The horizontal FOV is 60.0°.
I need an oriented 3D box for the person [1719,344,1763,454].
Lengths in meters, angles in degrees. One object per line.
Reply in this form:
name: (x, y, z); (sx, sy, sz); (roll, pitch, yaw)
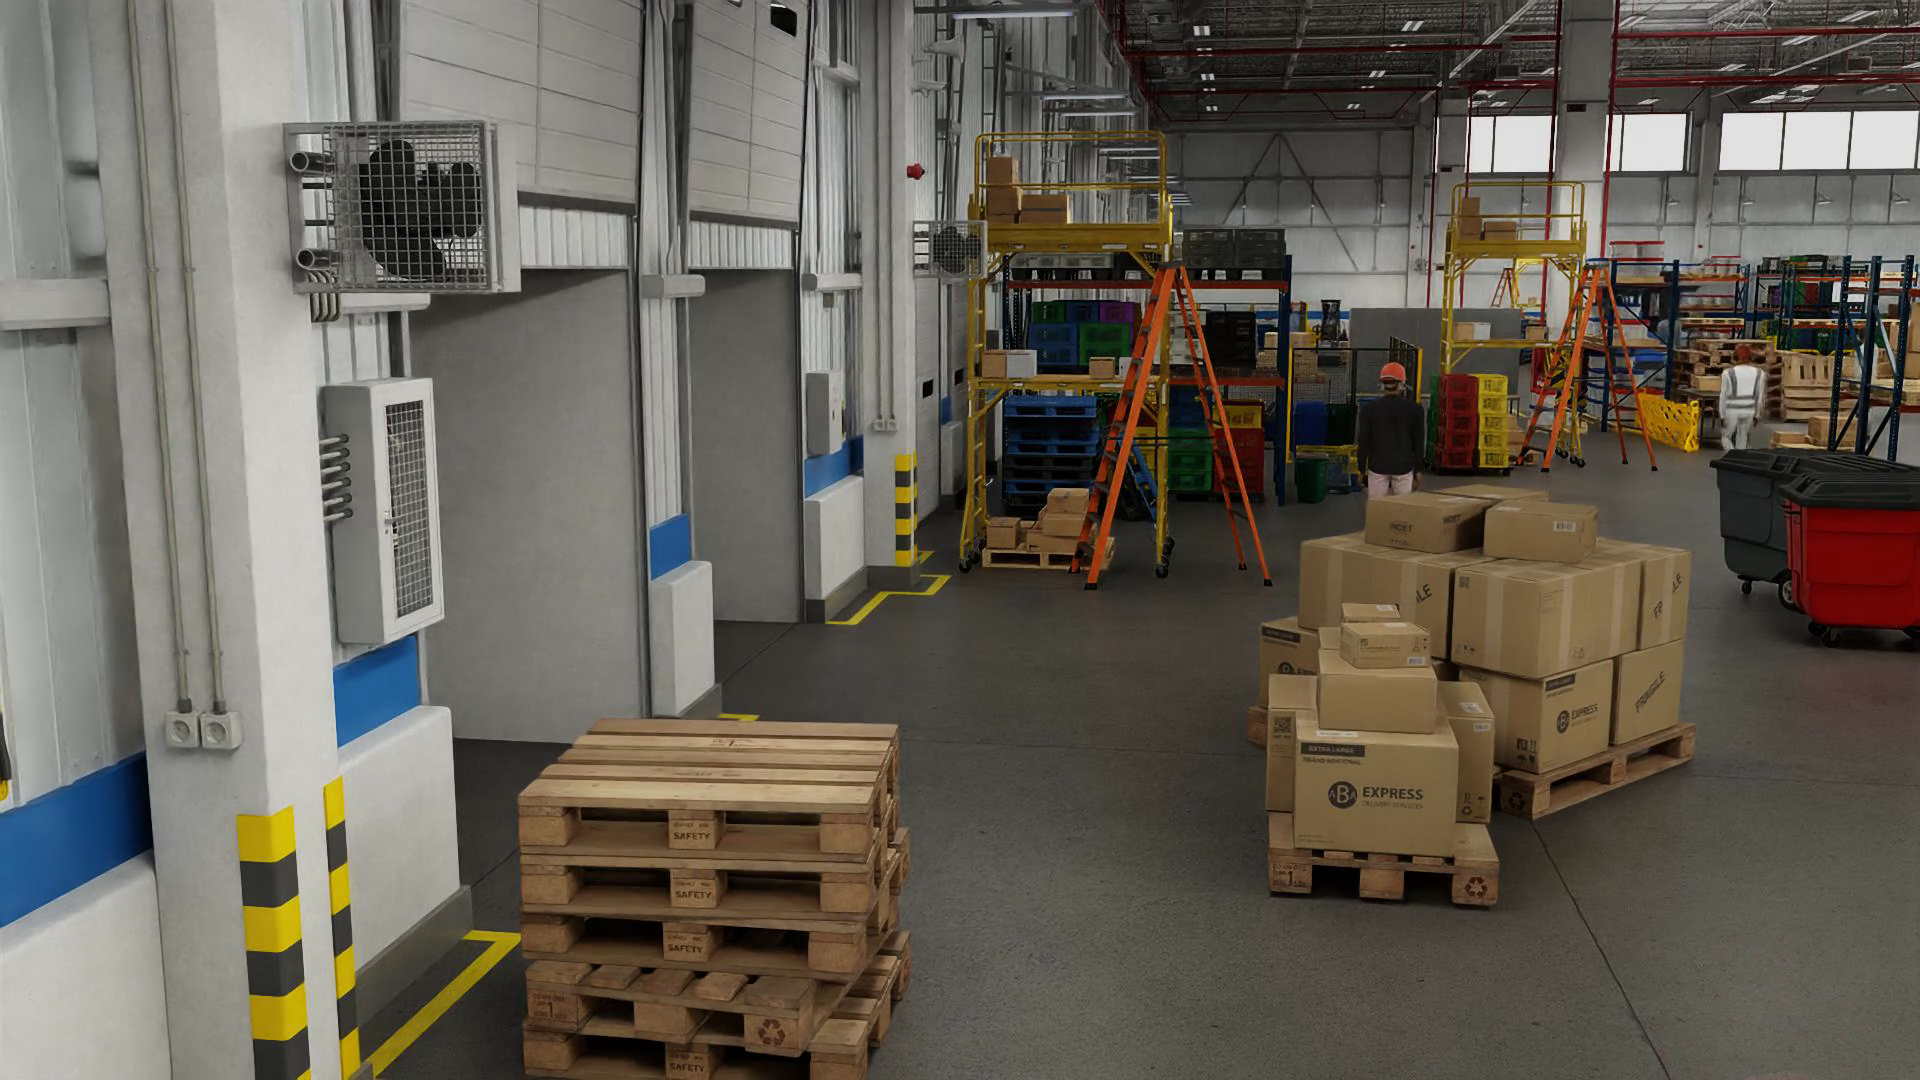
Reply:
person: (10.470, -1.694, 22.324); (0.581, 1.868, 0.476); (0, 9, 1)

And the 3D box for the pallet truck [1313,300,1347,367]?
pallet truck: (11.159, -6.200, 49.718); (0.823, 1.965, 1.885); (4, 10, 26)

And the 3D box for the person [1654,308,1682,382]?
person: (17.982, -4.924, 42.179); (0.644, 1.900, 0.999); (-2, 9, -12)

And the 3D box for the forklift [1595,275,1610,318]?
forklift: (15.026, -5.007, 39.649); (1.129, 2.768, 1.873); (-7, 12, -37)

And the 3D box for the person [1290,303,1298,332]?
person: (9.899, -6.212, 50.167); (0.563, 1.885, 1.020); (7, 11, 36)

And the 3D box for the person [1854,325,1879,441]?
person: (15.047, -2.597, 27.689); (0.629, 1.936, 0.372); (-9, 13, -44)

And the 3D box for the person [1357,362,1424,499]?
person: (4.027, -0.665, 15.599); (0.612, 1.991, 0.392); (1, 9, 9)

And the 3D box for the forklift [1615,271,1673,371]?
forklift: (19.589, -6.196, 46.982); (1.873, 2.768, 1.129); (-3, 10, -19)
